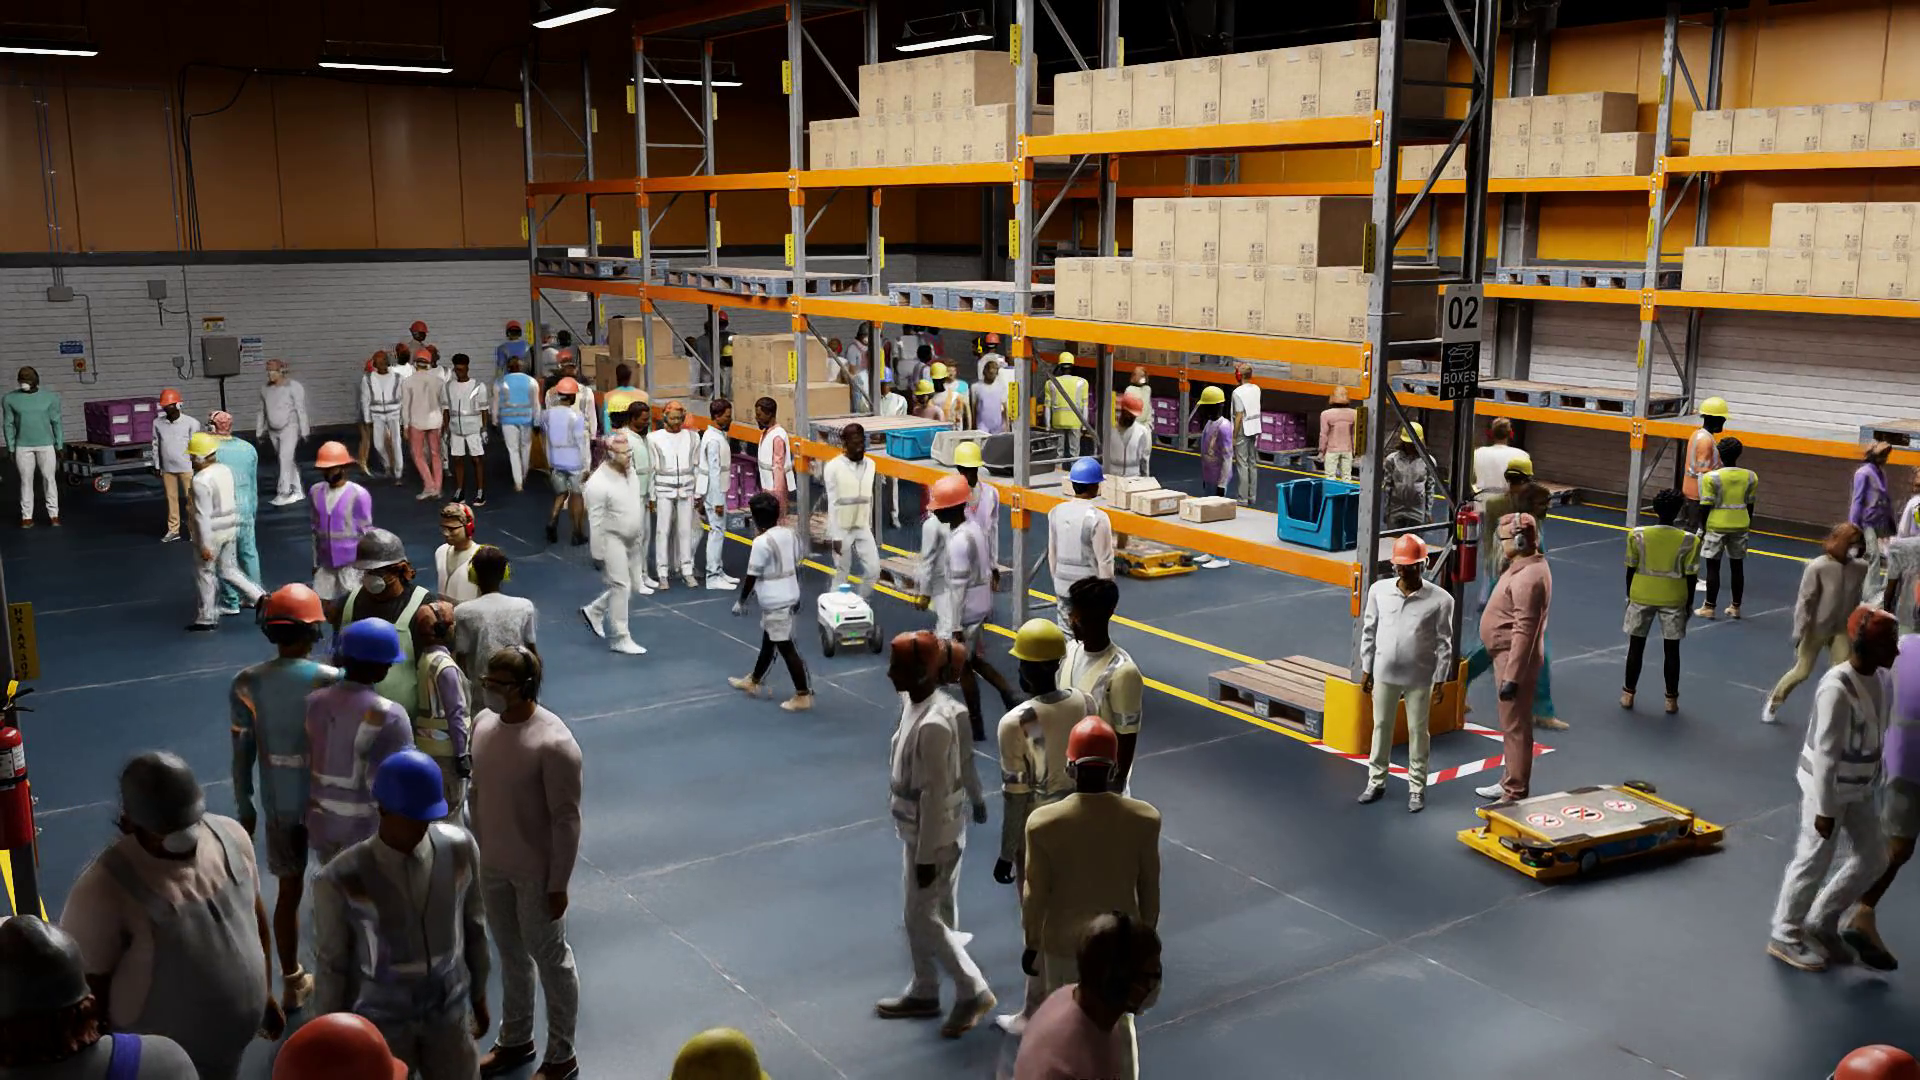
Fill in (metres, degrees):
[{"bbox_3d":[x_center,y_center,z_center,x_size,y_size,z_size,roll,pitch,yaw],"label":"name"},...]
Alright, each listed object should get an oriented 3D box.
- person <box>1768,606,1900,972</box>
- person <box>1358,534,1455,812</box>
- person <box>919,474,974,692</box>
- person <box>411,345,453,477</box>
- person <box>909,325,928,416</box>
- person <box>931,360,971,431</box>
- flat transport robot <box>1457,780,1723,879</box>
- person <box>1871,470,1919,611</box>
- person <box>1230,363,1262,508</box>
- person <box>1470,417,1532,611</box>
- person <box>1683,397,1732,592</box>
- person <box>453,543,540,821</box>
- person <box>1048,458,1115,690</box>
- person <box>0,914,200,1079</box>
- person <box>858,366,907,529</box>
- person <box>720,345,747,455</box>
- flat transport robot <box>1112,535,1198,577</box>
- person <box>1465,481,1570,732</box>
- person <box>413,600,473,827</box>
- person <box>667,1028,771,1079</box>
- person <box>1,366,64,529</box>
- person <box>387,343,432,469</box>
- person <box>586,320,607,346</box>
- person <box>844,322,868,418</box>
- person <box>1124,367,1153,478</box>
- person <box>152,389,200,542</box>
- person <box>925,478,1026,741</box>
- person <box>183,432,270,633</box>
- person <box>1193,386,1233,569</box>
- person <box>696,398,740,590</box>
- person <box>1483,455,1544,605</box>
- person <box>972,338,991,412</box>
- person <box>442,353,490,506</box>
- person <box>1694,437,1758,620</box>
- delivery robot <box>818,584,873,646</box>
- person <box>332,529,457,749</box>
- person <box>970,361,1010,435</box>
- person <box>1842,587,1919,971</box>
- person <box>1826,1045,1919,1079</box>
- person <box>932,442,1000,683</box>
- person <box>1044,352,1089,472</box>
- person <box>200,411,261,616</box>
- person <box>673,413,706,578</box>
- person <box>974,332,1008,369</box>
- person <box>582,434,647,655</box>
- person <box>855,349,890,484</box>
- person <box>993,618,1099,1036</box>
[{"bbox_3d":[4.272,1.217,8.104,0.589,1.855,0.486,-10,15,-41],"label":"person"},{"bbox_3d":[2.769,0.820,10.392,0.559,1.752,0.325,6,13,29],"label":"person"},{"bbox_3d":[-0.080,0.351,12.855,0.412,1.726,0.573,5,12,22],"label":"person"},{"bbox_3d":[-7.448,-1.815,23.551,0.574,1.883,0.356,-6,13,-30],"label":"person"},{"bbox_3d":[-0.745,-3.157,30.525,0.429,1.844,0.626,6,12,27],"label":"person"},{"bbox_3d":[-0.130,-1.496,22.142,0.574,1.791,0.991,-3,12,-16],"label":"person"},{"bbox_3d":[3.708,1.684,9.776,1.431,0.197,0.652,-5,12,-24],"label":"flat transport robot"},{"bbox_3d":[8.098,0.169,14.138,0.856,1.597,0.512,6,13,29],"label":"person"},{"bbox_3d":[3.634,-1.331,21.171,0.375,1.840,0.567,9,14,38],"label":"person"},{"bbox_3d":[5.153,-0.258,15.790,0.589,1.794,0.957,10,15,41],"label":"person"},{"bbox_3d":[7.377,-0.459,16.494,0.384,1.924,0.594,4,12,18],"label":"person"},{"bbox_3d":[-2.714,0.921,9.712,0.544,1.818,0.971,-6,13,-28],"label":"person"},{"bbox_3d":[0.905,0.363,12.232,0.386,1.948,0.601,-10,15,-41],"label":"person"},{"bbox_3d":[-2.245,1.896,4.149,0.535,2.000,0.674,7,13,32],"label":"person"},{"bbox_3d":[-0.912,-1.089,19.661,0.604,1.949,0.384,-2,11,-12],"label":"person"},{"bbox_3d":[-3.520,-2.114,25.464,0.489,1.735,0.329,2,11,11],"label":"person"},{"bbox_3d":[1.810,0.152,17.615,0.652,0.197,1.431,-7,13,-31],"label":"flat transport robot"},{"bbox_3d":[4.023,0.452,12.162,0.510,1.813,0.936,-9,14,-39],"label":"person"},{"bbox_3d":[-2.813,1.138,9.049,0.308,1.644,0.511,-9,14,-40],"label":"person"},{"bbox_3d":[-0.634,2.042,4.209,0.494,1.725,0.322,8,14,36],"label":"person"},{"bbox_3d":[-10.988,-1.101,19.759,0.627,1.936,0.374,-5,12,-24],"label":"person"},{"bbox_3d":[-8.013,-1.931,24.202,0.798,1.854,0.569,4,12,21],"label":"person"},{"bbox_3d":[-6.203,-2.823,28.585,0.368,1.933,0.627,-3,11,-15],"label":"person"},{"bbox_3d":[-1.482,-2.448,26.382,0.536,2.000,0.684,8,14,37],"label":"person"},{"bbox_3d":[2.485,-1.605,23.151,0.517,1.616,0.302,-9,14,-38],"label":"person"},{"bbox_3d":[-8.914,-0.848,18.930,0.570,1.751,0.329,0,11,1],"label":"person"},{"bbox_3d":[0.117,0.501,11.659,0.718,1.899,0.601,2,11,11],"label":"person"},{"bbox_3d":[-6.551,-0.058,14.743,0.705,1.814,0.611,1,11,4],"label":"person"},{"bbox_3d":[2.671,-0.659,17.521,0.375,1.922,0.594,-1,11,-7],"label":"person"},{"bbox_3d":[-2.420,-0.456,16.536,0.405,1.909,0.597,-1,11,-6],"label":"person"},{"bbox_3d":[4.544,0.180,13.665,0.338,1.761,0.524,-10,15,-42],"label":"person"},{"bbox_3d":[0.327,-2.135,25.253,0.333,1.860,0.509,4,12,17],"label":"person"},{"bbox_3d":[-6.321,-1.410,21.260,0.616,1.963,0.361,1,11,6],"label":"person"},{"bbox_3d":[7.021,-0.101,15.263,0.531,1.692,0.320,-1,11,-4],"label":"person"},{"bbox_3d":[-0.984,0.621,14.245,0.477,0.478,0.707,-4,12,-17],"label":"delivery robot"},{"bbox_3d":[-3.105,0.941,9.035,0.684,2.000,0.538,1,11,7],"label":"person"},{"bbox_3d":[0.386,-1.510,22.240,0.508,1.793,0.926,-2,11,-12],"label":"person"},{"bbox_3d":[4.739,1.139,8.189,0.944,1.991,0.667,-8,13,-34],"label":"person"},{"bbox_3d":[2.179,2.054,4.064,0.564,1.755,0.323,-3,11,-15],"label":"person"},{"bbox_3d":[0.057,0.173,13.260,0.587,1.928,0.363,-6,12,-26],"label":"person"},{"bbox_3d":[1.405,-1.532,22.050,0.588,1.908,0.423,1,11,6],"label":"person"},{"bbox_3d":[-6.824,-0.251,15.484,0.402,1.907,0.655,4,12,21],"label":"person"},{"bbox_3d":[-2.760,-0.445,16.968,0.443,1.728,0.564,-3,11,-15],"label":"person"},{"bbox_3d":[0.490,-2.214,25.481,0.543,1.929,0.386,4,12,18],"label":"person"},{"bbox_3d":[-2.960,0.024,14.111,0.604,1.889,0.659,4,12,18],"label":"person"},{"bbox_3d":[-1.257,-1.740,23.148,0.828,1.895,0.599,10,15,41],"label":"person"},{"bbox_3d":[0.370,1.299,7.491,0.589,1.928,0.384,-11,15,-44],"label":"person"}]
